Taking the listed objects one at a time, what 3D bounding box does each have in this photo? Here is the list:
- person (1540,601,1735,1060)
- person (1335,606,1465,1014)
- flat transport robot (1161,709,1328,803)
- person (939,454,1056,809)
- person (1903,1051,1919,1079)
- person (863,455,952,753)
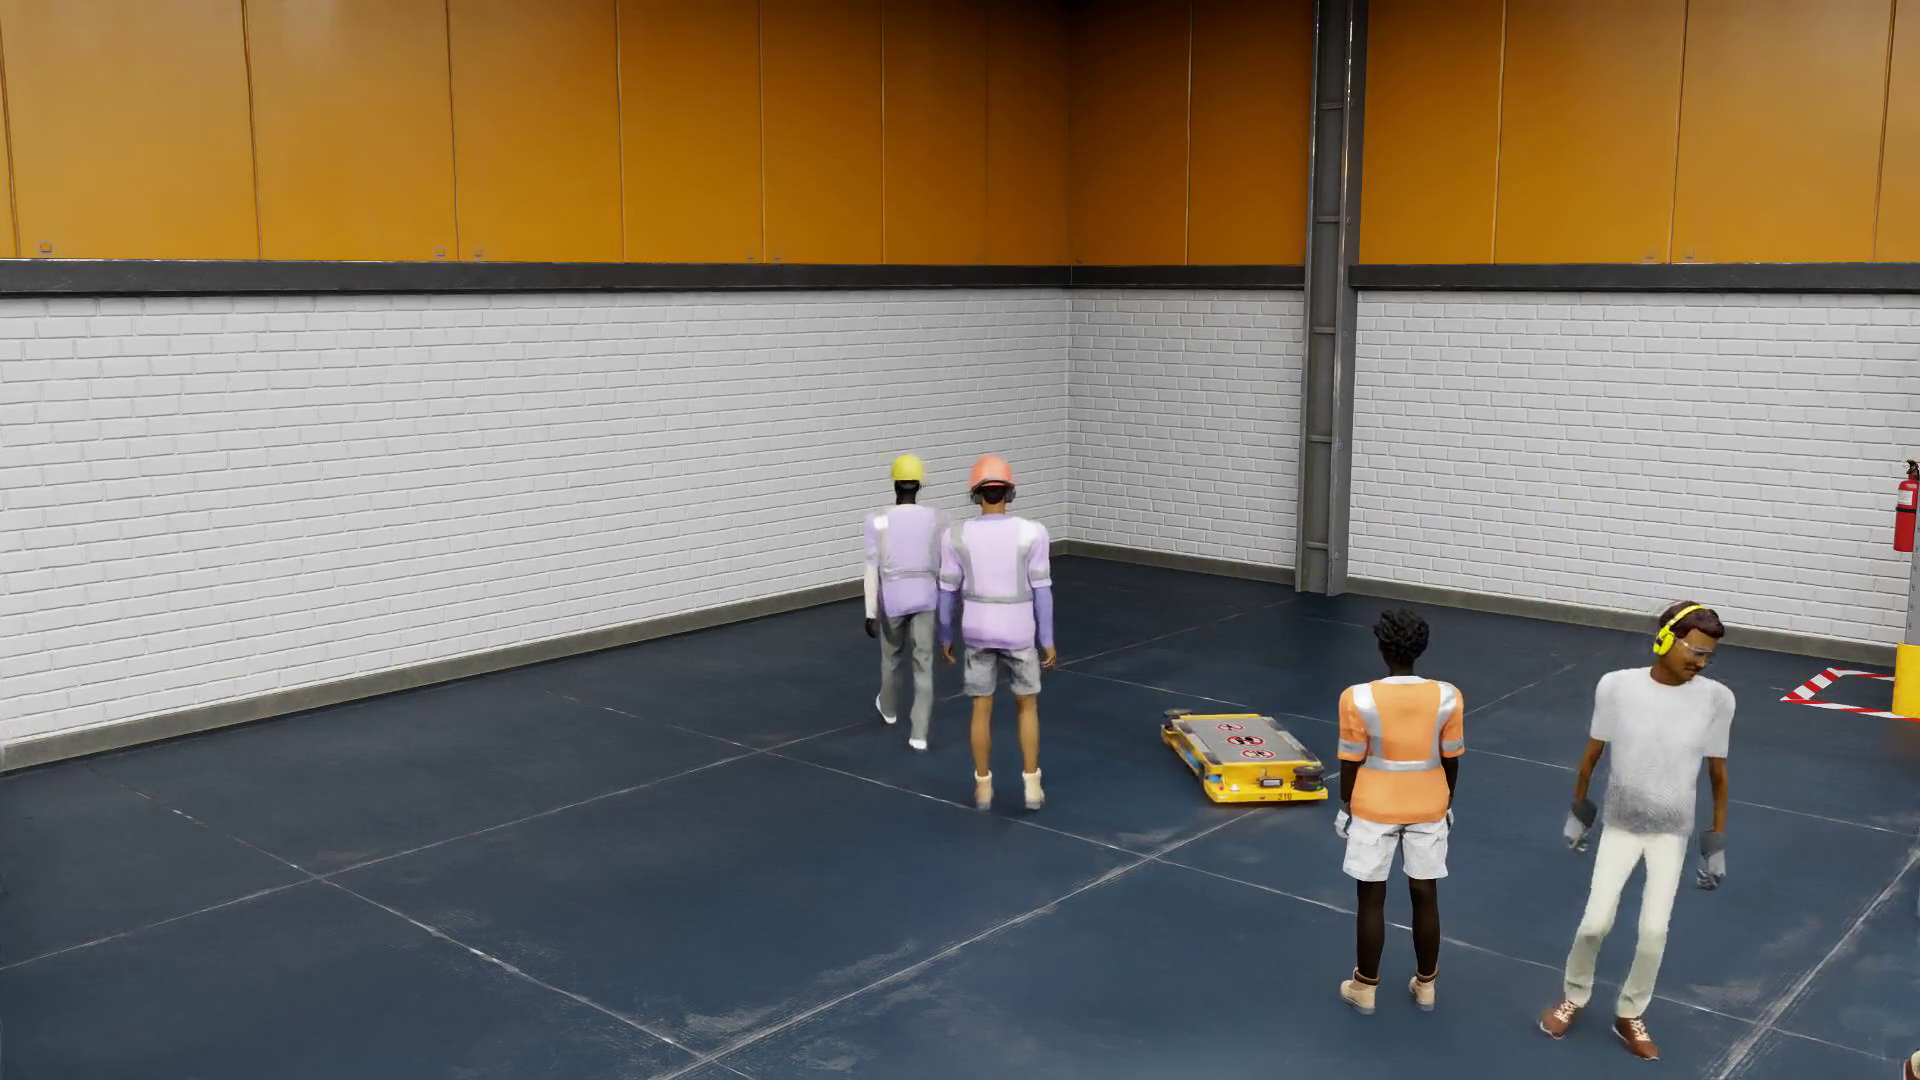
[{"bbox_3d":[2.639,1.112,6.395,0.570,1.830,0.461,3,9,17],"label":"person"},{"bbox_3d":[1.792,1.109,6.825,0.534,1.698,0.318,-1,9,-5],"label":"person"},{"bbox_3d":[1.703,1.292,10.142,0.652,0.197,1.431,-1,9,-6],"label":"flat transport robot"},{"bbox_3d":[0.212,0.531,9.404,0.666,2.030,0.429,1,9,7],"label":"person"},{"bbox_3d":[3.549,1.332,5.674,0.500,1.620,0.392,-1,9,-9],"label":"person"},{"bbox_3d":[-0.341,0.384,10.823,0.617,1.870,1.000,-2,9,-12],"label":"person"}]
